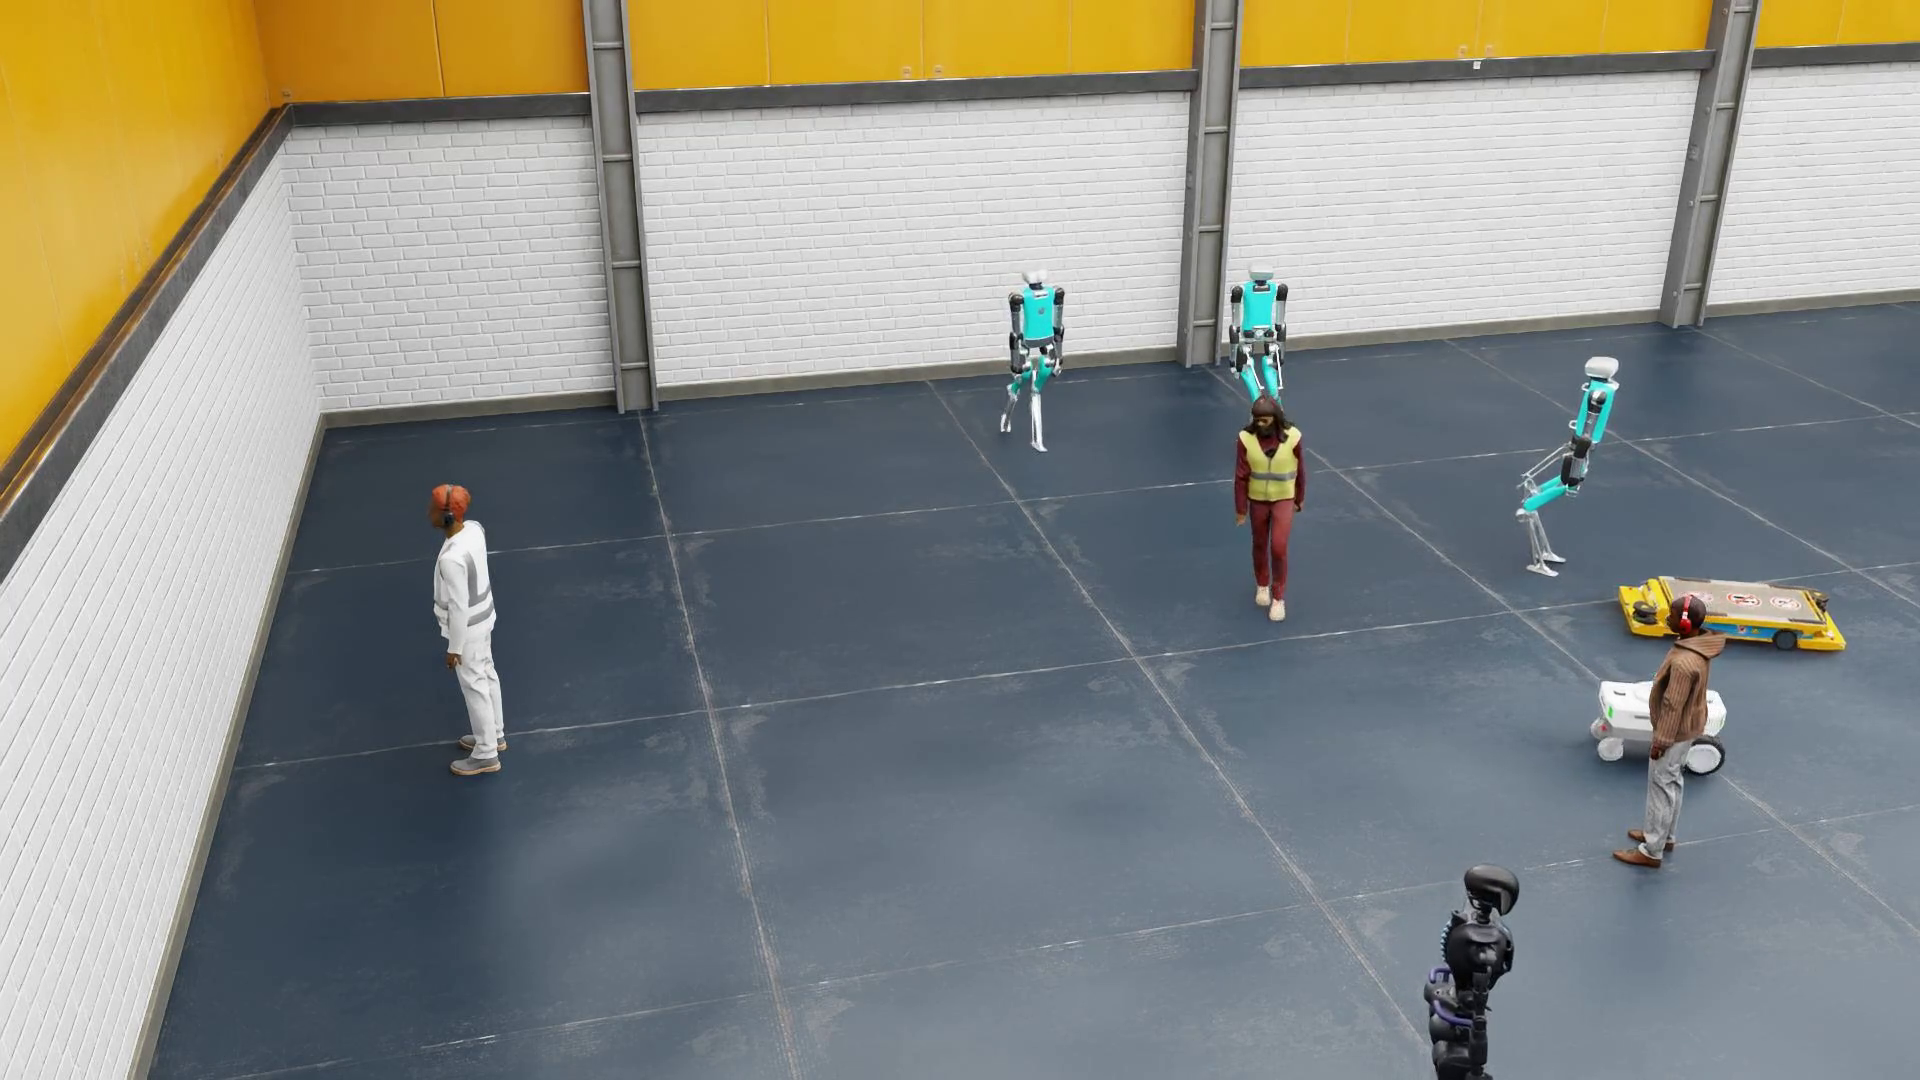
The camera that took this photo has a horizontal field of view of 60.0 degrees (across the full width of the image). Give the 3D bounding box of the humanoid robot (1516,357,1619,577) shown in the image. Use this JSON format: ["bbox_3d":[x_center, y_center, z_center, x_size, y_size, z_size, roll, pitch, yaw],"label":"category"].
[{"bbox_3d":[4.603,-0.587,12.838,0.720,1.750,0.531,12,26,25],"label":"humanoid robot"}]

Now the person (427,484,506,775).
[{"bbox_3d":[-3.016,0.536,10.140,0.356,1.884,0.574,-1,24,-3],"label":"person"}]

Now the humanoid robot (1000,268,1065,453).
[{"bbox_3d":[0.586,-1.713,15.482,0.559,1.813,0.897,-9,25,-19],"label":"humanoid robot"}]

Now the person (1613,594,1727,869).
[{"bbox_3d":[3.963,1.059,9.248,0.338,1.643,0.469,14,27,29],"label":"person"}]

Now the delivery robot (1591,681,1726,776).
[{"bbox_3d":[4.404,1.117,10.451,0.773,0.582,0.499,4,24,10],"label":"delivery robot"}]

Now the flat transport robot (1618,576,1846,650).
[{"bbox_3d":[5.624,0.531,12.153,1.431,0.231,0.659,5,24,10],"label":"flat transport robot"}]

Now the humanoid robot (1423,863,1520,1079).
[{"bbox_3d":[2.037,2.028,7.033,0.638,1.637,0.604,3,24,8],"label":"humanoid robot"}]

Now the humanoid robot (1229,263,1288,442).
[{"bbox_3d":[2.736,-1.615,15.040,0.533,1.677,0.735,-3,24,-6],"label":"humanoid robot"}]

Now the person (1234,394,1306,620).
[{"bbox_3d":[2.255,-0.268,12.163,0.493,1.723,0.648,7,25,15],"label":"person"}]
